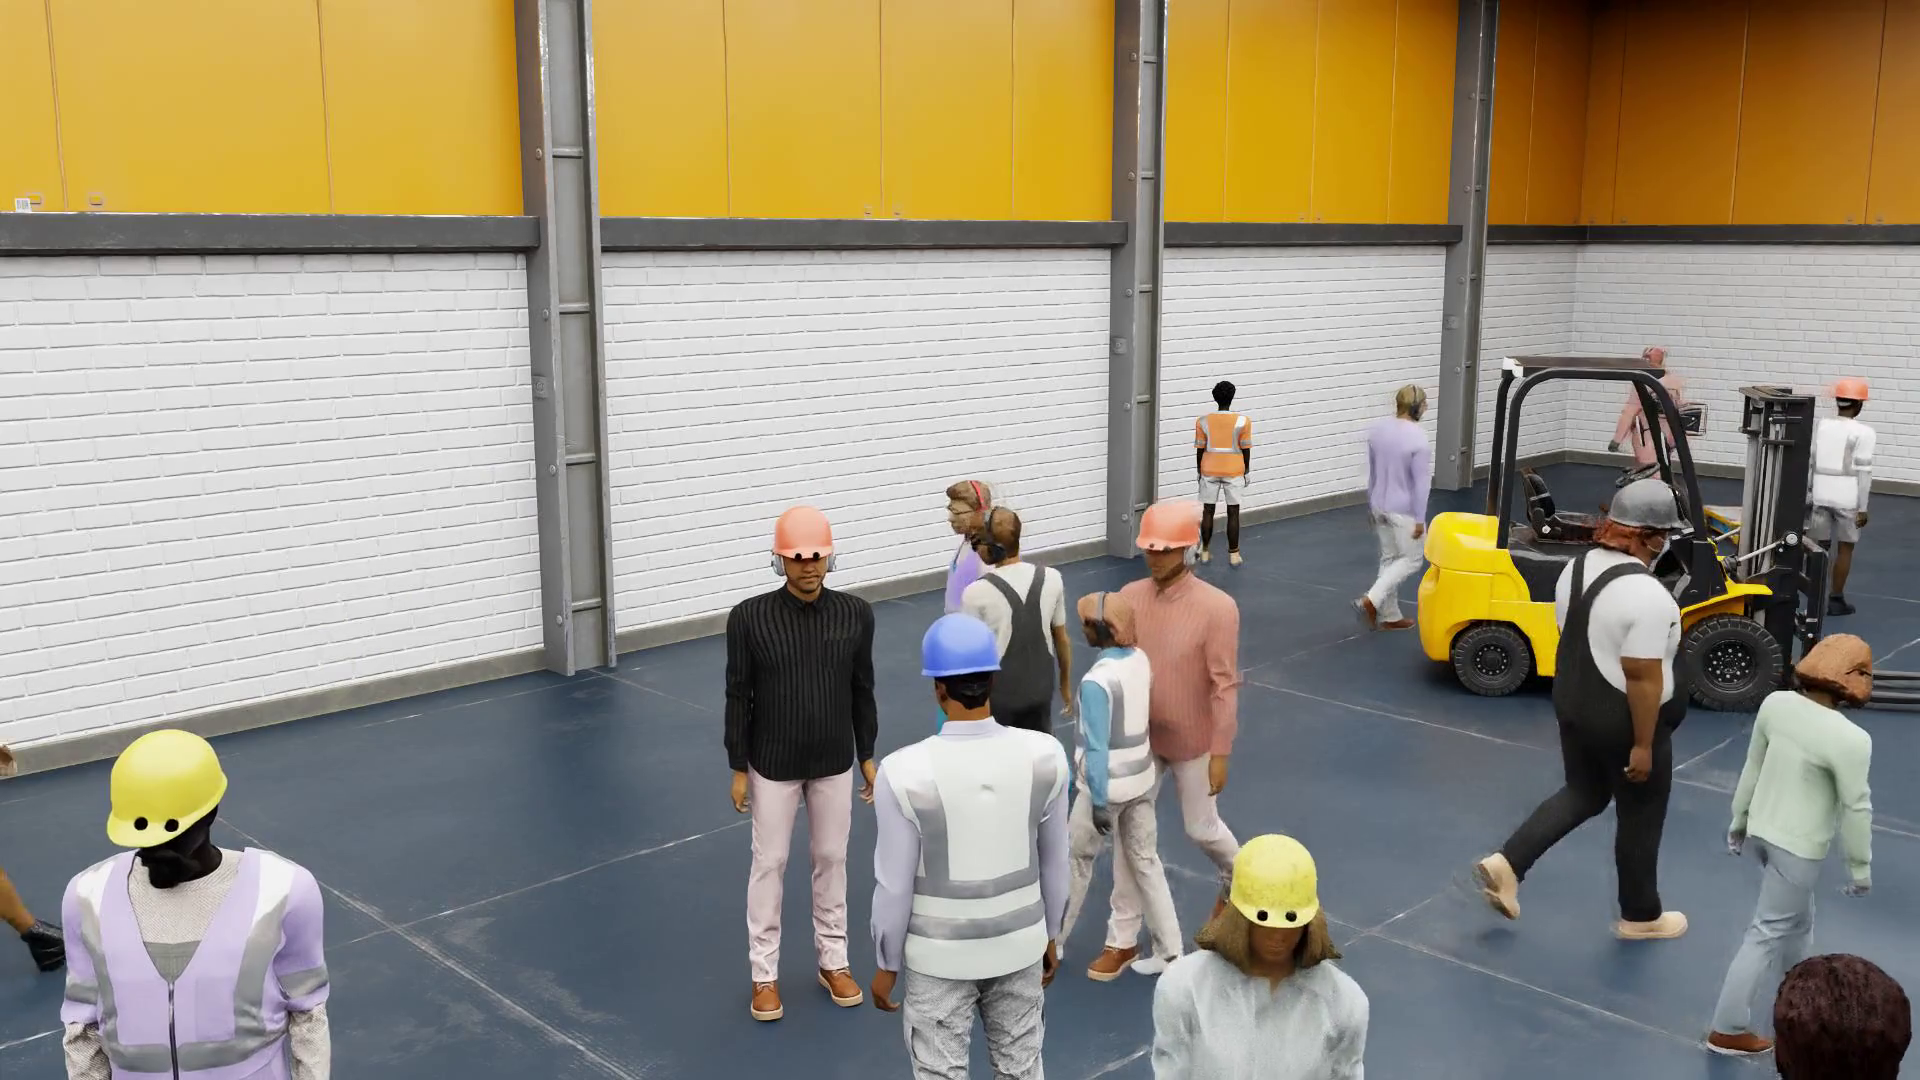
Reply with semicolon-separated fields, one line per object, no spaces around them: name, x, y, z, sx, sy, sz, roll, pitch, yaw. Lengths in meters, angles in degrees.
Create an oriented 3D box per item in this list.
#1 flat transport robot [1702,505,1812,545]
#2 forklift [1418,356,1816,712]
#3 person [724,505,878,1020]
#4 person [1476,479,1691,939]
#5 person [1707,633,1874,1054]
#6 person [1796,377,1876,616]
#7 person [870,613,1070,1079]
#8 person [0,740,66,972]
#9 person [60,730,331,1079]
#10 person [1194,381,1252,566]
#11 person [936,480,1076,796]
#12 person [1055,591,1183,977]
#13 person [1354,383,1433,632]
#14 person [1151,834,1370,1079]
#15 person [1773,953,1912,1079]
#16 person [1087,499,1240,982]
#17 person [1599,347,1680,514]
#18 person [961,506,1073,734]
flat transport robot;7.900;-0.150;16.590;0.652;0.197;1.431;1;10;7
forklift;4.276;-0.101;11.076;2.313;2.155;1.214;2;11;13
person;-0.604;0.850;6.432;0.608;1.996;0.379;-4;11;-20
person;2.703;0.716;7.037;0.812;2.000;0.685;-2;11;-13
person;3.102;1.112;6.059;0.734;1.591;0.520;-2;11;-10
person;6.845;-0.326;13.090;0.628;1.917;0.547;-5;12;-26
person;0.027;1.170;4.833;0.603;1.941;0.399;-4;11;-21
person;-4.071;0.868;6.654;1.030;1.879;0.552;-4;11;-20
person;-1.767;1.358;3.878;0.585;1.917;0.382;-2;10;-8
person;2.401;-0.607;15.212;0.531;1.694;0.320;4;11;20
person;0.157;0.588;8.386;0.777;1.819;0.578;-2;11;-13
person;0.594;0.988;6.742;0.751;1.606;0.521;7;13;35
person;3.231;-0.212;12.453;0.610;1.922;0.638;-6;12;-29
person;0.677;1.459;3.851;0.486;1.720;0.716;2;11;9
person;1.325;1.585;2.668;0.602;1.902;0.444;8;13;39
person;0.915;0.785;6.902;0.623;1.967;0.931;8;13;38
person;7.008;-1.053;17.160;0.662;1.856;0.972;-8;13;-35
person;0.277;0.738;7.530;0.620;1.817;0.581;-5;11;-24
